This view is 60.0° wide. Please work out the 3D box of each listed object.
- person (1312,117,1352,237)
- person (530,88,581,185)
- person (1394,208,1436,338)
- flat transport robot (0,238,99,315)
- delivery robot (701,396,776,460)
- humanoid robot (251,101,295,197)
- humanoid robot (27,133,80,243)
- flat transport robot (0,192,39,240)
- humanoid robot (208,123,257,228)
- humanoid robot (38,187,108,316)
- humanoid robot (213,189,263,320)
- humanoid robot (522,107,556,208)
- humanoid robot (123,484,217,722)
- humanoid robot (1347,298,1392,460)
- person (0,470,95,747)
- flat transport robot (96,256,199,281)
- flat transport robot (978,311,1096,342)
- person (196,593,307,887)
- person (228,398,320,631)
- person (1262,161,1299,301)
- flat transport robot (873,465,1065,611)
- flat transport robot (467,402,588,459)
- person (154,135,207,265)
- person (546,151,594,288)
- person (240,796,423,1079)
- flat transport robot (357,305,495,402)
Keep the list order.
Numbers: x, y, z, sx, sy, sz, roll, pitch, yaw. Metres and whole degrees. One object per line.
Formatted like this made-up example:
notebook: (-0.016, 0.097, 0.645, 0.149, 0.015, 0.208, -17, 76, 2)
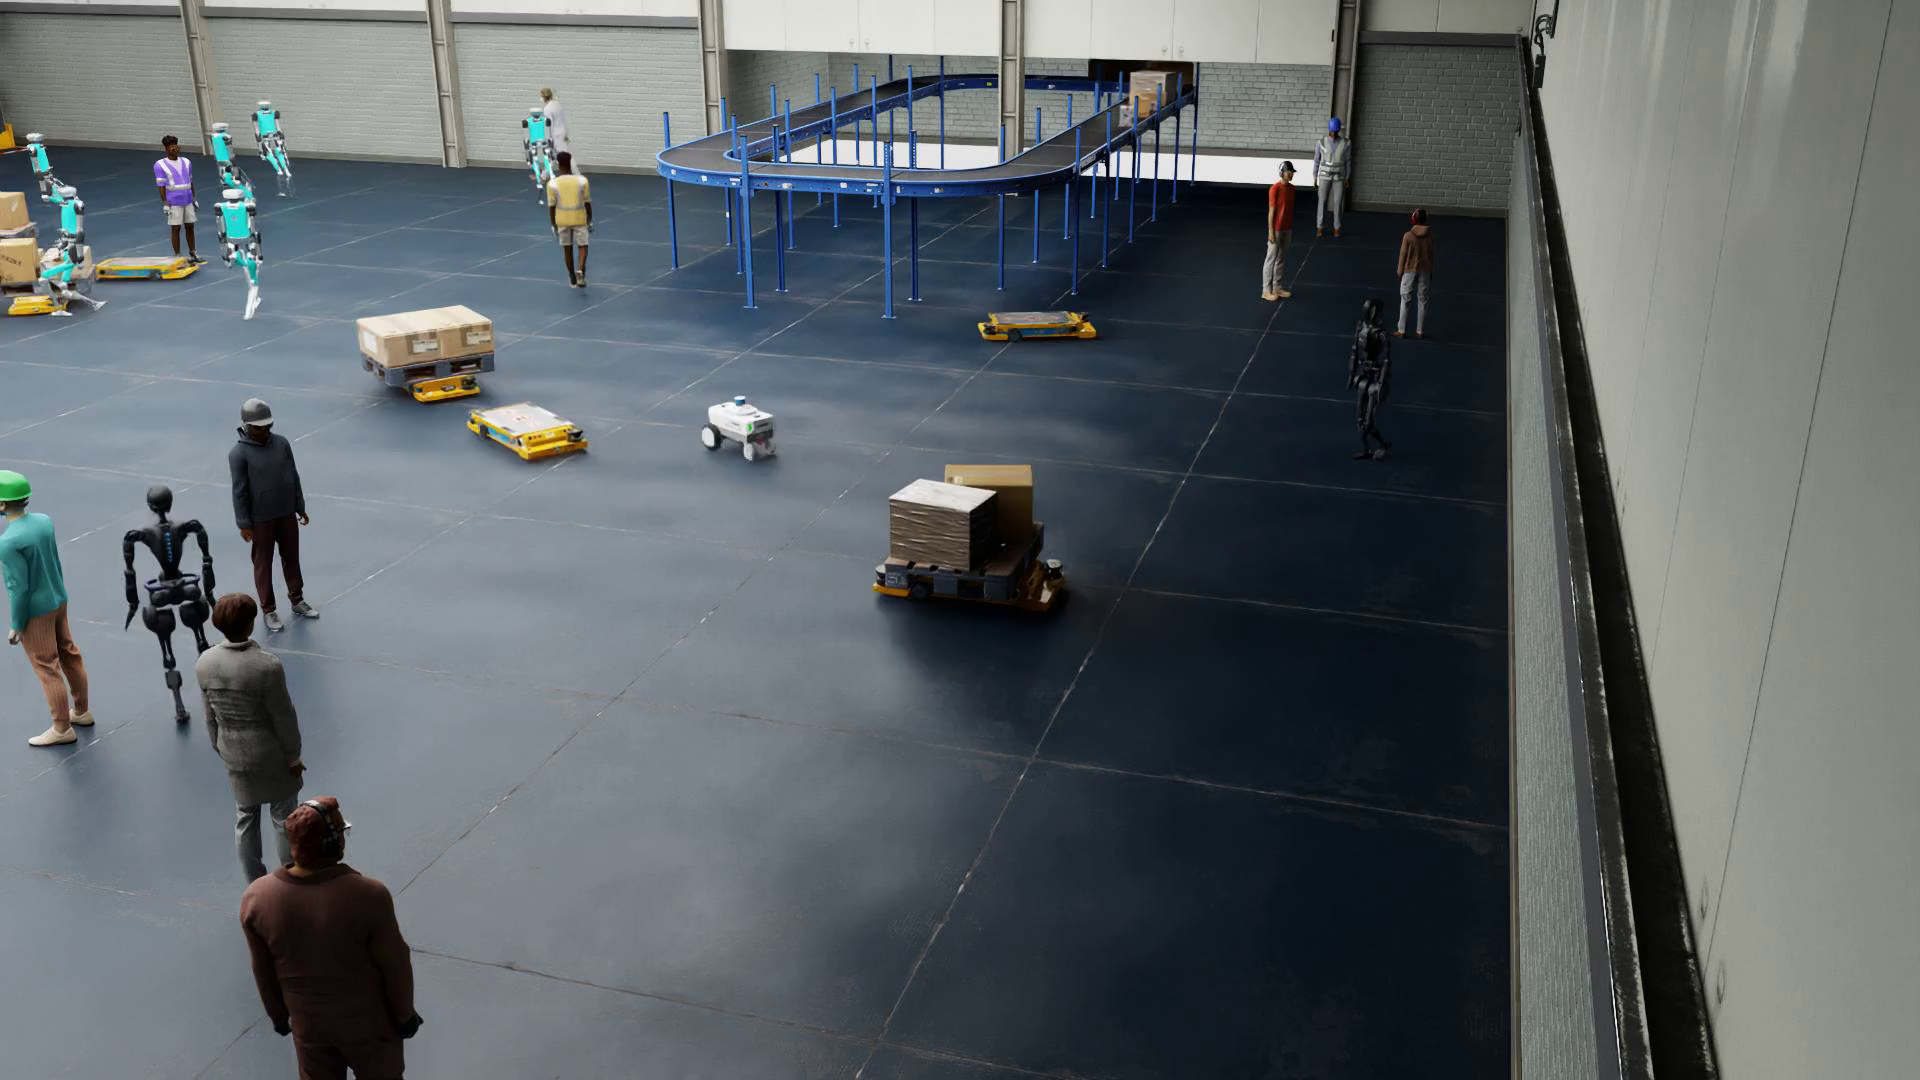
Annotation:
person: (6.104, -5.962, 27.331, 0.619, 1.935, 0.409, 2, 21, 6)
person: (-7.831, -7.772, 32.103, 1.093, 1.863, 0.638, 1, 21, 2)
person: (5.741, -3.349, 20.950, 0.463, 1.648, 0.326, -1, 21, -2)
flat transport robot: (-12.559, -3.357, 22.884, 0.659, 0.231, 1.431, -7, 22, -18)
delivery robot: (-2.218, -1.145, 16.772, 0.814, 0.611, 0.499, 20, 28, 41)
humanoid robot: (-12.667, -7.160, 30.836, 0.693, 1.880, 0.533, 19, 28, 41)
humanoid robot: (-14.482, -5.661, 26.741, 0.691, 1.740, 0.530, -5, 22, -12)
flat transport robot: (-15.161, -4.549, 25.976, 0.659, 0.231, 1.431, -3, 21, -8)
humanoid robot: (-12.203, -6.162, 28.124, 0.540, 1.793, 0.679, 14, 25, 33)
humanoid robot: (-11.776, -3.702, 21.737, 0.557, 1.716, 1.035, 16, 26, 35)
humanoid robot: (-9.475, -3.823, 22.122, 0.538, 1.762, 1.028, -2, 21, -6)
humanoid robot: (-7.481, -6.839, 29.902, 0.531, 1.771, 0.971, -10, 23, -24)
humanoid robot: (-5.323, 0.411, 11.208, 0.604, 1.649, 0.575, -15, 26, -33)
humanoid robot: (4.065, -1.591, 16.347, 0.413, 1.634, 0.586, -10, 23, -25)
person: (-5.993, 0.439, 10.806, 0.351, 1.876, 0.516, 2, 21, 4)
flat transport robot: (-12.105, -4.006, 24.569, 1.431, 0.231, 0.659, -2, 21, -4)
flat transport robot: (0.979, -2.731, 21.261, 1.431, 0.231, 0.659, -2, 21, -6)
person: (-3.803, 1.148, 9.034, 0.501, 1.830, 0.366, 3, 21, 7)
person: (-5.208, -0.205, 12.576, 0.380, 1.806, 0.549, 15, 26, 34)
person: (4.467, -4.280, 22.998, 0.480, 1.910, 0.411, -17, 27, -38)
flat transport robot: (0.073, 0.306, 13.383, 1.431, 0.231, 0.659, 6, 22, 15)
flat transport robot: (-4.471, -1.136, 17.123, 0.659, 0.231, 1.431, -17, 27, -36)
person: (-11.755, -5.103, 25.058, 0.368, 1.965, 0.605, 11, 24, 27)
person: (-5.497, -4.505, 23.528, 0.627, 1.952, 0.639, -4, 21, -9)
person: (-2.555, 1.930, 6.905, 0.637, 1.904, 0.406, 1, 21, 4)
flat transport robot: (-6.052, -1.858, 18.998, 0.659, 0.231, 1.431, -14, 25, -33)
